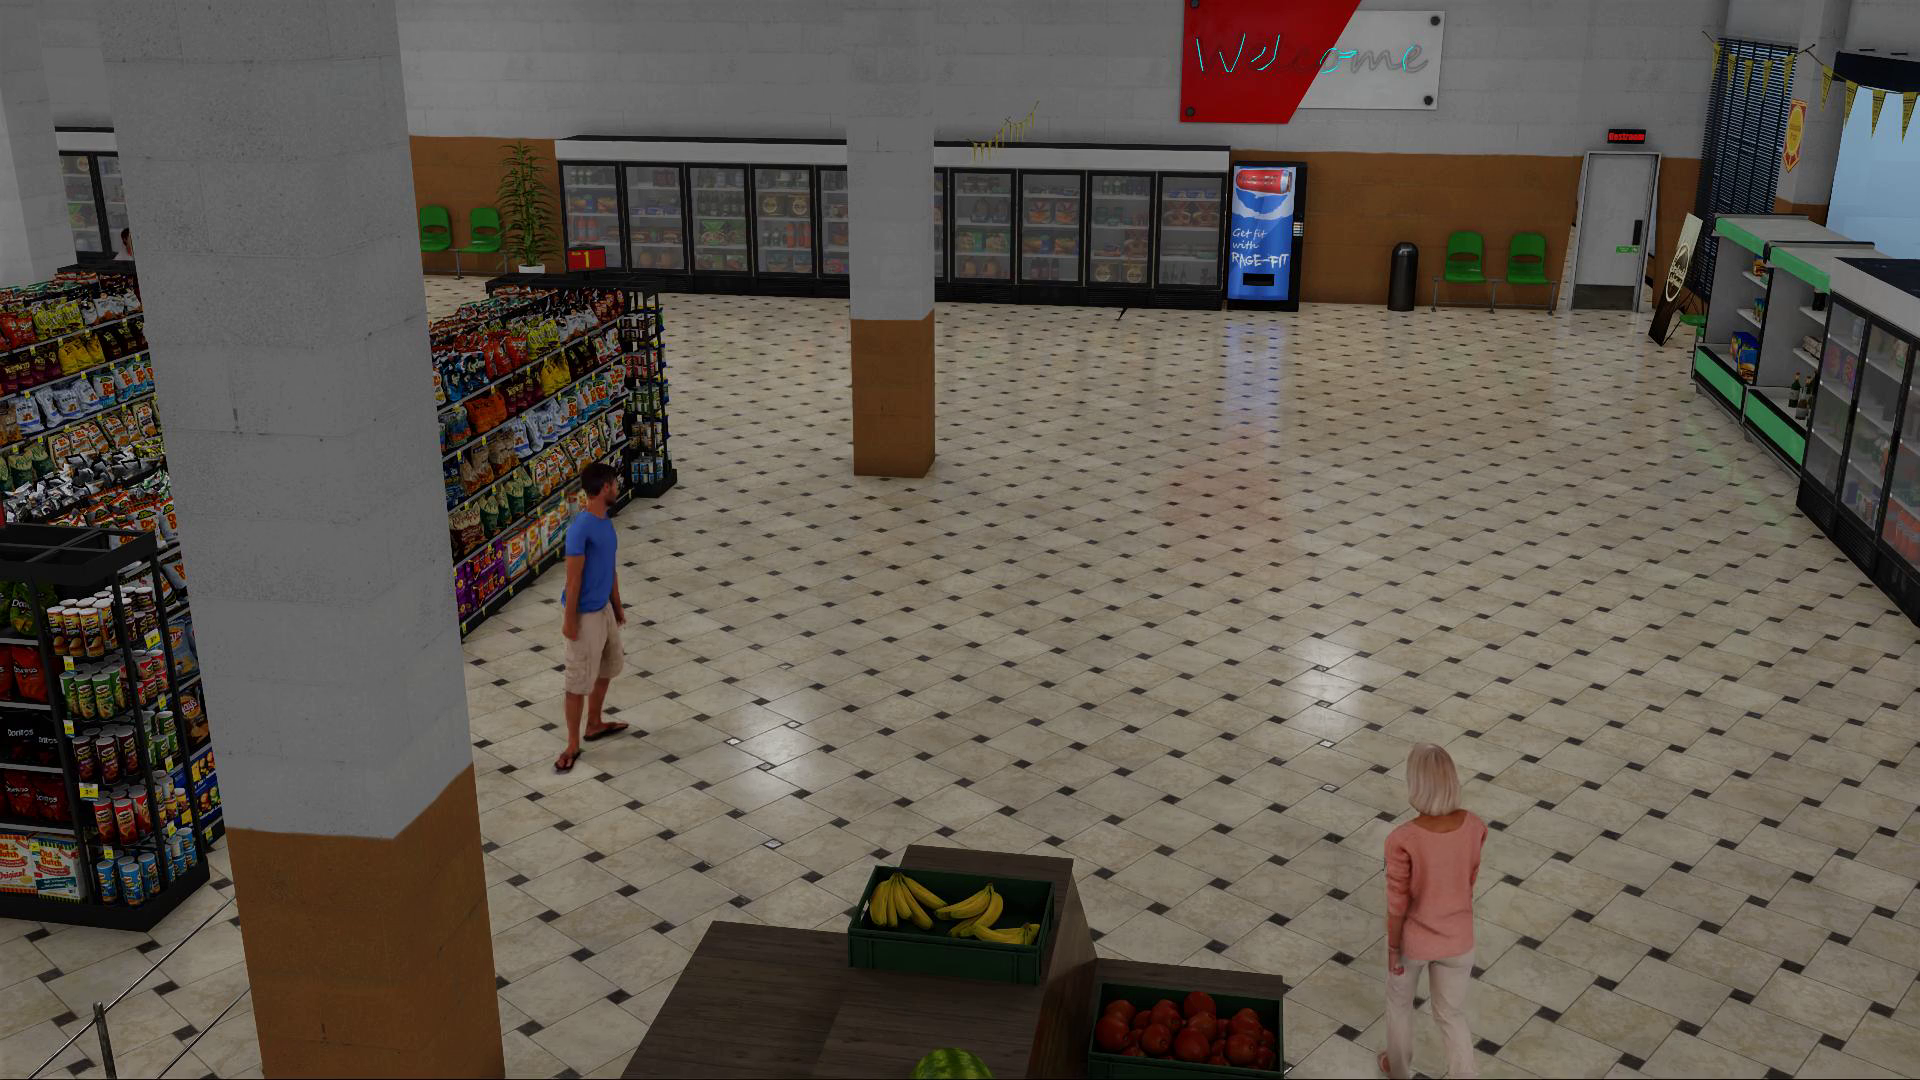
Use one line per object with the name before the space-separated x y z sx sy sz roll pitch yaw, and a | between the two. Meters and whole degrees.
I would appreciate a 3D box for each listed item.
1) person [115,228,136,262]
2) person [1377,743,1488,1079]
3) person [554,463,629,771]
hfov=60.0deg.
person | -10.320 -3.021 20.770 0.818 1.716 0.927 8 20 22
person | 1.976 1.681 6.853 0.835 1.697 1.113 -2 19 -7
person | -2.346 0.463 10.257 0.923 1.832 0.497 9 20 24
